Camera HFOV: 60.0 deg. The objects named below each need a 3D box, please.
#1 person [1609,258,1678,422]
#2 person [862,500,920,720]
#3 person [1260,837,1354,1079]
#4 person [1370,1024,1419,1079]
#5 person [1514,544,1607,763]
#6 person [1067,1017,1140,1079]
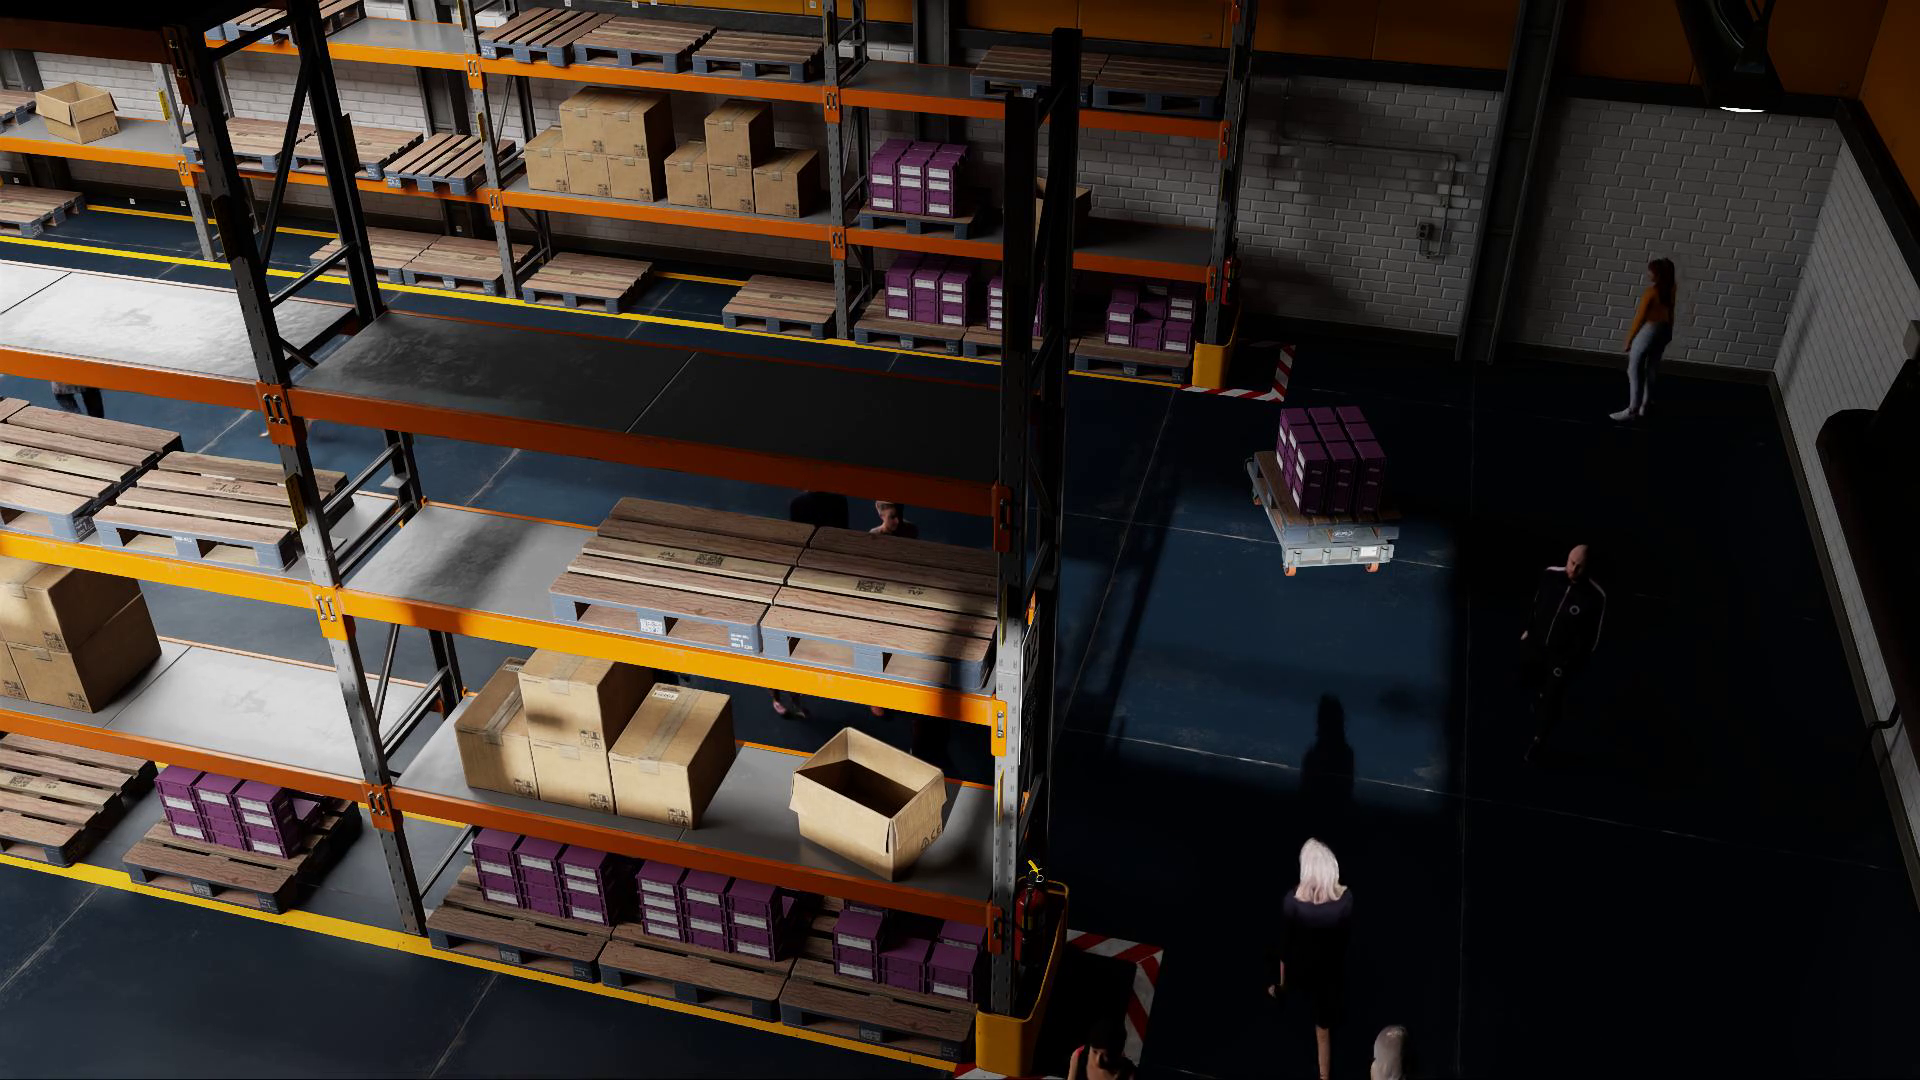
[{"bbox_3d":[6.853,-1.994,16.353,0.780,1.735,0.881,-6,34,-9],"label":"person"},{"bbox_3d":[-0.527,0.440,12.565,0.783,1.875,0.829,-20,39,-28],"label":"person"},{"bbox_3d":[2.035,2.558,9.581,1.333,1.651,0.995,-1,34,-2],"label":"person"},{"bbox_3d":[2.090,3.152,8.573,1.143,1.777,0.884,-2,34,-3],"label":"person"},{"bbox_3d":[4.389,0.756,12.142,0.989,1.817,0.970,-29,43,-36],"label":"person"},{"bbox_3d":[0.789,3.064,8.939,1.014,1.518,0.770,16,37,23],"label":"person"}]
